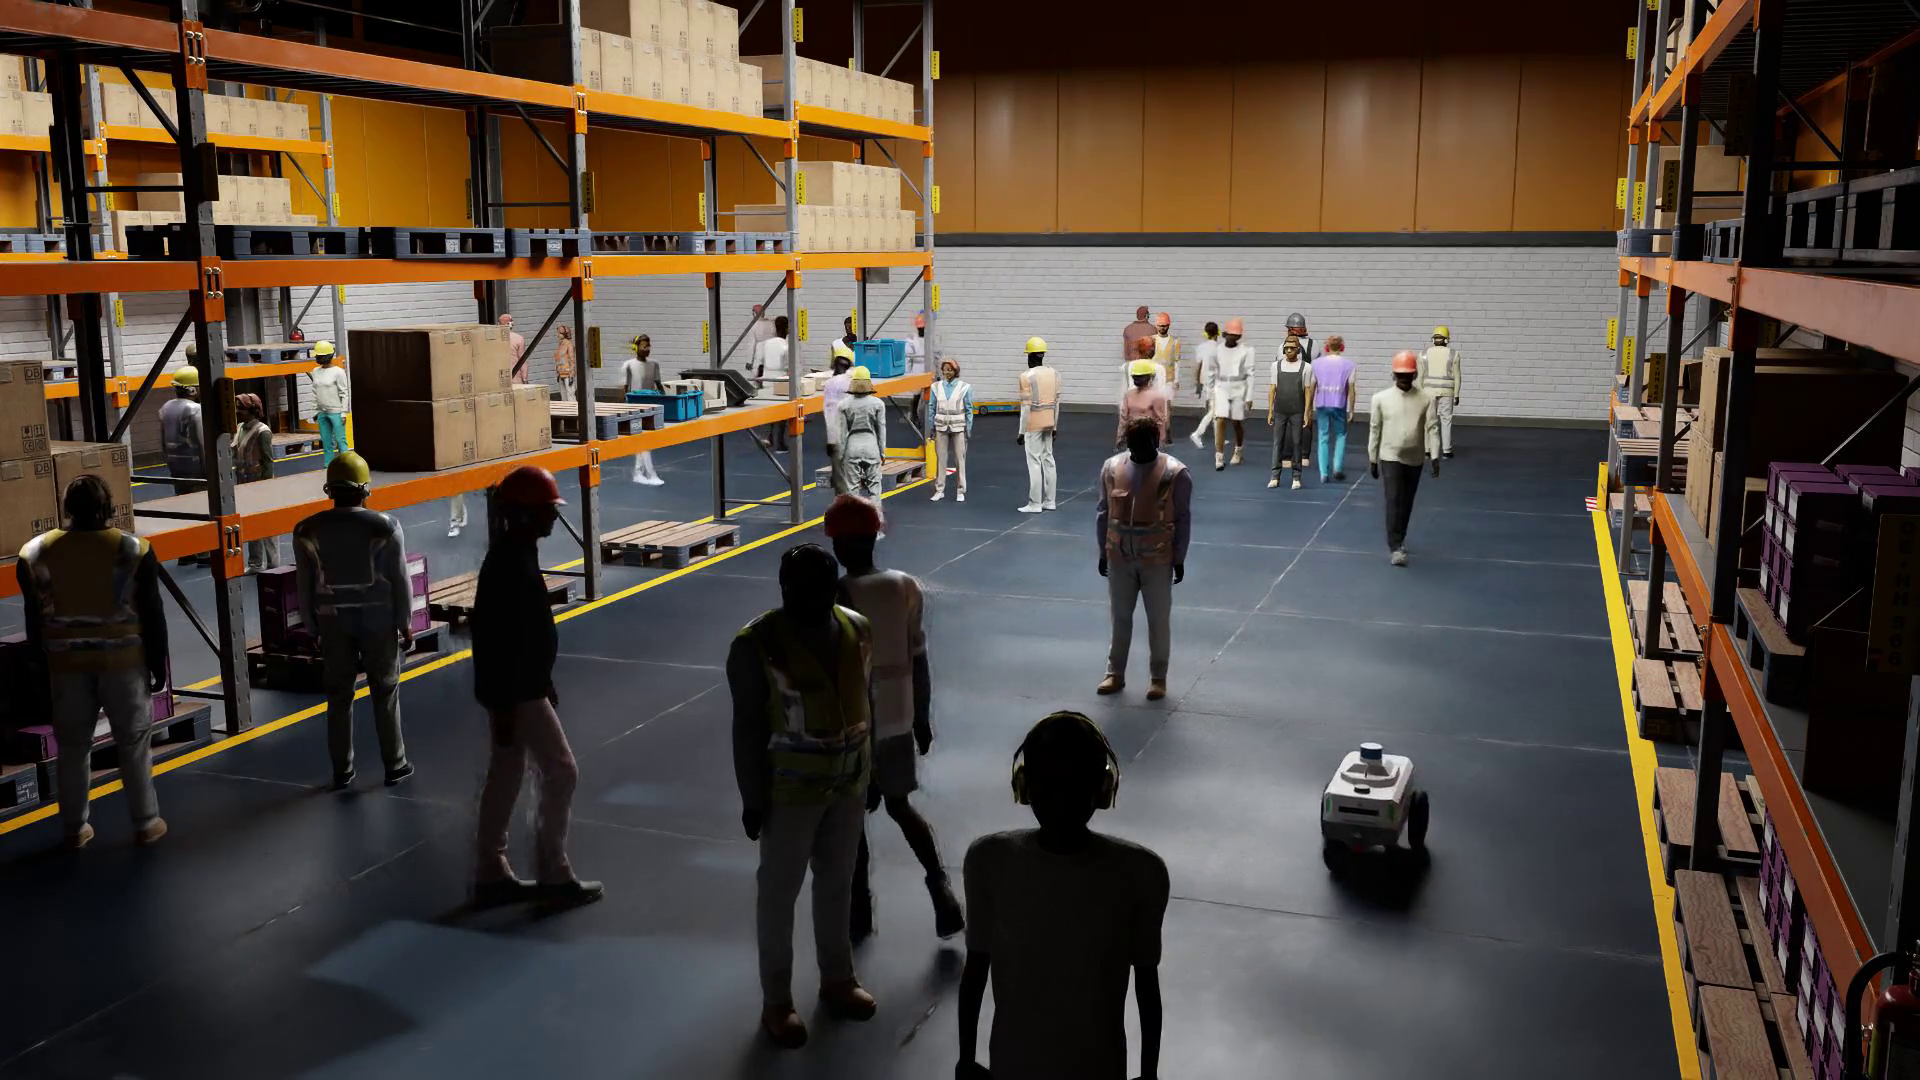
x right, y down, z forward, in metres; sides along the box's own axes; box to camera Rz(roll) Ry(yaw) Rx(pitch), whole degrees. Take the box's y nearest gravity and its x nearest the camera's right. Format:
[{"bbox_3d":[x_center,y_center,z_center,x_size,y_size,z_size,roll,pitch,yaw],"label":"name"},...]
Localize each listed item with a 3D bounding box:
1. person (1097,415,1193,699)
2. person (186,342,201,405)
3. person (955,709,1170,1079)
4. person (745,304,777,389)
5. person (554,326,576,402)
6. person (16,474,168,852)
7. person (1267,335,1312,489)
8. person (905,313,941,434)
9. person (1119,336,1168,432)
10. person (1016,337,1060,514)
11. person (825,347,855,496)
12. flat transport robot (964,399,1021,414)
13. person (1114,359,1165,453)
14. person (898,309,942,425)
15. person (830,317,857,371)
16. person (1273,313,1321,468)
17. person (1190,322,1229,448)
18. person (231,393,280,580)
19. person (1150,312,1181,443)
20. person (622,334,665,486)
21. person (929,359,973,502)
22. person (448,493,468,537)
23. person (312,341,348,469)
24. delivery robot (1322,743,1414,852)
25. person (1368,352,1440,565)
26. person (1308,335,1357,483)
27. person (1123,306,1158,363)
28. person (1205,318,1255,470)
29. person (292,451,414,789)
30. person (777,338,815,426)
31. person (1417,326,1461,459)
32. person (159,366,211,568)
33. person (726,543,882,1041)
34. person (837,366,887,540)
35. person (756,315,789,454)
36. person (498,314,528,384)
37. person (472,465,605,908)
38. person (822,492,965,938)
[{"bbox_3d":[1.174,0.107,10.776,0.623,1.844,0.430,5,11,24],"label":"person"},{"bbox_3d":[-7.874,-1.084,17.216,0.353,1.936,0.635,-5,11,-28],"label":"person"},{"bbox_3d":[0.228,1.309,3.923,0.513,1.875,0.328,1,10,8],"label":"person"},{"bbox_3d":[-3.453,-3.118,28.775,0.406,1.903,0.636,9,14,42],"label":"person"},{"bbox_3d":[-6.321,-2.615,26.677,0.306,1.639,0.523,-8,13,-37],"label":"person"},{"bbox_3d":[-4.170,0.596,8.066,0.621,1.835,0.430,-2,10,-13],"label":"person"},{"bbox_3d":[3.956,-1.531,19.993,0.508,1.846,0.345,3,11,17],"label":"person"},{"bbox_3d":[-0.597,-2.636,26.132,0.565,1.889,0.924,-1,10,-7],"label":"person"},{"bbox_3d":[2.157,-1.444,19.445,0.594,1.870,0.429,8,13,39],"label":"person"},{"bbox_3d":[0.837,-1.250,18.182,0.594,1.924,0.382,-10,14,-44],"label":"person"},{"bbox_3d":[-1.241,-1.030,17.117,0.375,1.875,0.757,5,11,26],"label":"person"},{"bbox_3d":[0.619,-2.334,28.948,1.431,0.197,0.652,-3,10,-16],"label":"flat transport robot"},{"bbox_3d":[1.980,-1.084,17.856,0.930,1.726,0.532,-8,13,-39],"label":"person"},{"bbox_3d":[-0.459,-2.809,27.053,0.981,1.903,0.600,-4,11,-23],"label":"person"},{"bbox_3d":[-1.531,-2.194,23.517,0.596,1.918,0.380,-1,10,-3],"label":"person"},{"bbox_3d":[4.389,-1.982,21.984,0.674,2.000,0.535,-6,12,-30],"label":"person"},{"bbox_3d":[3.630,-2.248,24.110,0.876,1.821,0.552,-9,14,-42],"label":"person"},{"bbox_3d":[-6.187,-0.470,14.598,0.518,1.640,0.307,7,12,36],"label":"person"},{"bbox_3d":[2.977,-2.389,24.562,0.542,1.939,0.364,1,10,6],"label":"person"},{"bbox_3d":[-3.767,-1.568,20.250,0.730,1.838,0.536,8,13,39],"label":"person"},{"bbox_3d":[-0.102,-1.250,18.987,0.514,1.641,0.315,3,10,16],"label":"person"},{"bbox_3d":[-5.162,-0.870,16.968,0.499,1.604,0.766,0,10,-1],"label":"person"},{"bbox_3d":[-7.718,-1.552,20.353,0.523,1.762,0.329,4,11,24],"label":"person"},{"bbox_3d":[1.949,1.211,7.918,0.477,0.478,0.707,4,11,21],"label":"delivery robot"},{"bbox_3d":[4.122,-0.774,15.465,0.607,1.945,1.030,0,10,1],"label":"person"},{"bbox_3d":[4.615,-1.638,20.658,0.591,1.815,0.706,3,11,17],"label":"person"},{"bbox_3d":[3.054,-2.951,27.811,0.639,1.910,0.406,6,12,30],"label":"person"},{"bbox_3d":[3.546,-1.923,21.846,0.662,1.987,1.062,3,10,16],"label":"person"},{"bbox_3d":[-3.241,0.434,8.960,0.590,1.833,0.404,-2,10,-9],"label":"person"},{"bbox_3d":[-2.691,-2.717,27.024,0.825,1.725,0.542,-8,13,-37],"label":"person"},{"bbox_3d":[6.566,-2.017,22.794,0.586,1.822,0.403,5,11,25],"label":"person"},{"bbox_3d":[-6.981,-0.663,15.139,0.599,1.830,0.403,6,12,29],"label":"person"},{"bbox_3d":[-0.547,0.918,6.211,0.635,1.842,0.429,-8,13,-39],"label":"person"},{"bbox_3d":[-0.969,-0.855,16.504,0.491,1.746,0.322,0,10,-1],"label":"person"},{"bbox_3d":[-2.553,-2.184,23.407,0.652,1.935,0.445,5,11,24],"label":"person"},{"bbox_3d":[-6.731,-2.417,24.819,0.638,1.906,0.408,1,10,6],"label":"person"},{"bbox_3d":[-1.919,0.654,7.343,0.608,1.966,0.644,-4,11,-23],"label":"person"},{"bbox_3d":[-0.316,0.764,6.937,0.558,1.906,0.754,-8,13,-37],"label":"person"}]
